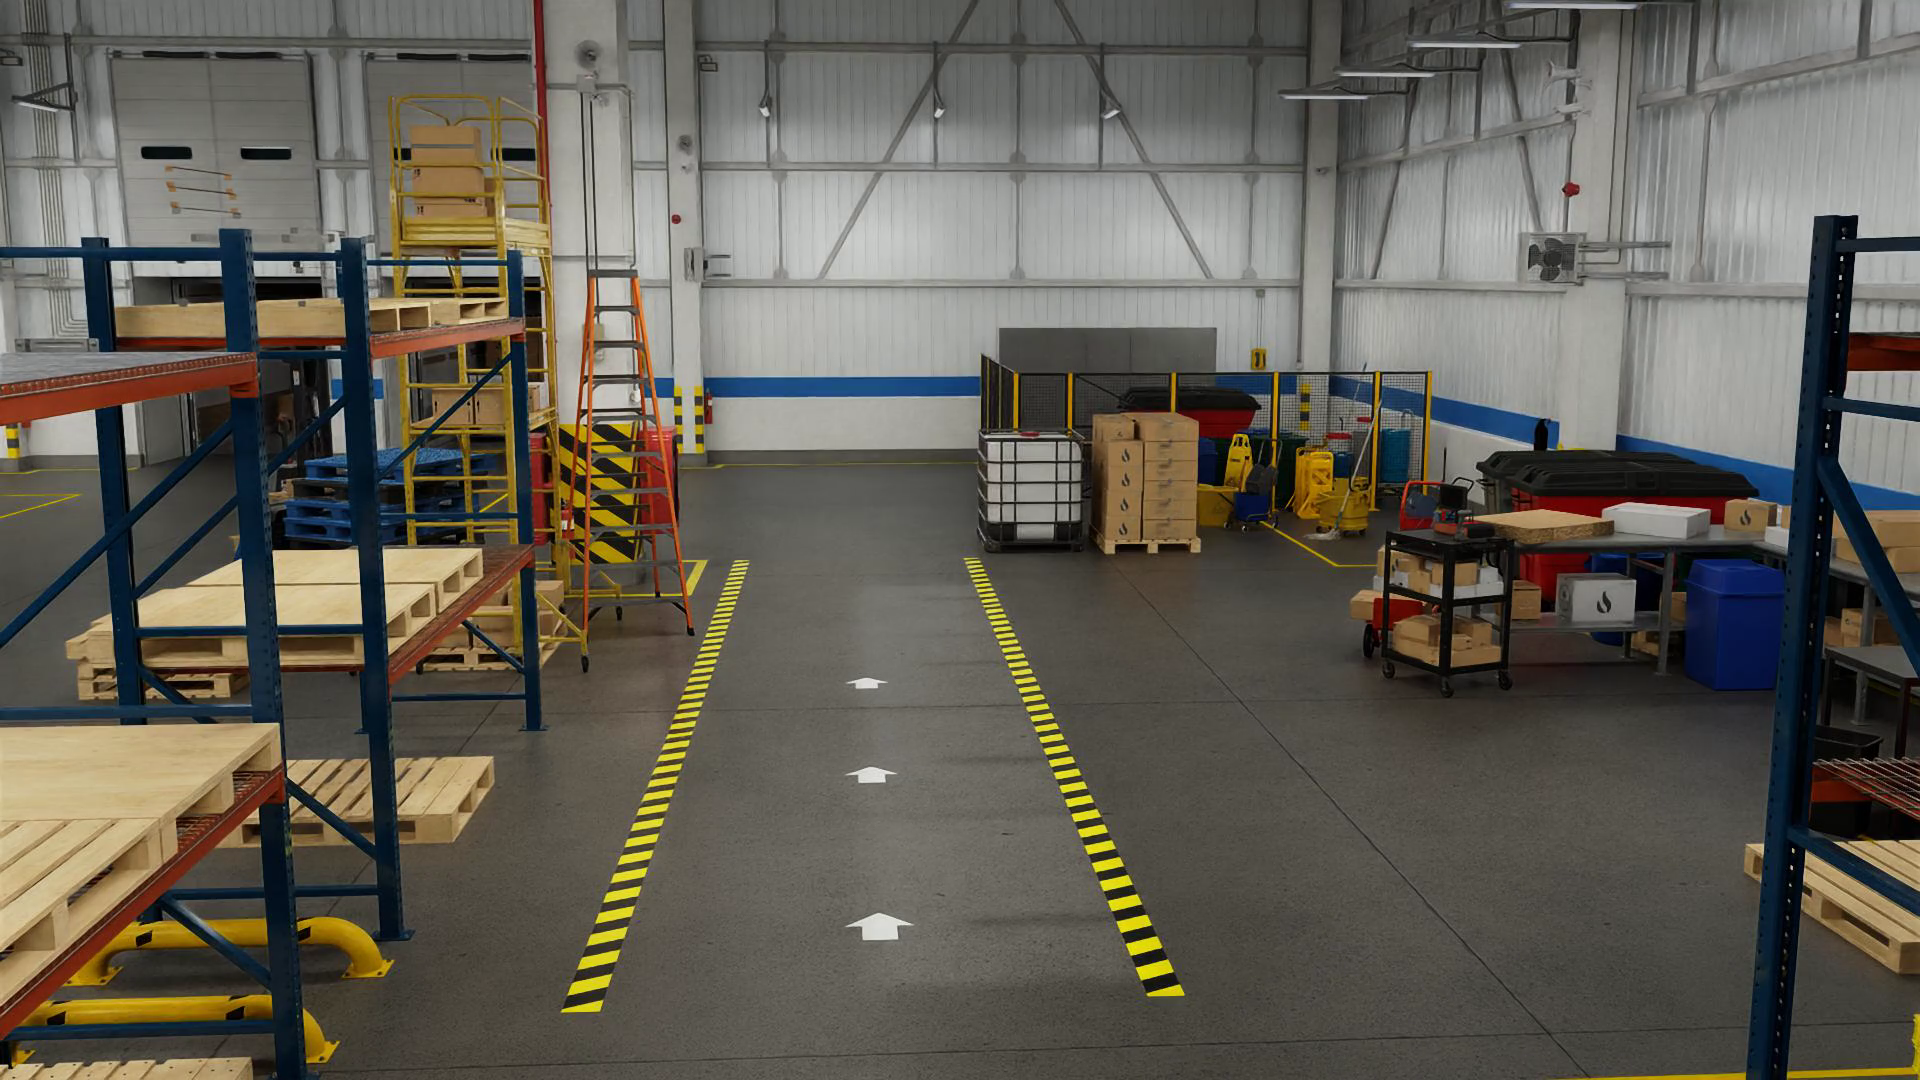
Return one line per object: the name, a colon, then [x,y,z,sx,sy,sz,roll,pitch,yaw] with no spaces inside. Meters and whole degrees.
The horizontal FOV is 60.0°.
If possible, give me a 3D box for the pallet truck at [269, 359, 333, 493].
pallet truck: [-7.062,-1.131,18.996,1.885,1.965,0.823,2,9,13]
